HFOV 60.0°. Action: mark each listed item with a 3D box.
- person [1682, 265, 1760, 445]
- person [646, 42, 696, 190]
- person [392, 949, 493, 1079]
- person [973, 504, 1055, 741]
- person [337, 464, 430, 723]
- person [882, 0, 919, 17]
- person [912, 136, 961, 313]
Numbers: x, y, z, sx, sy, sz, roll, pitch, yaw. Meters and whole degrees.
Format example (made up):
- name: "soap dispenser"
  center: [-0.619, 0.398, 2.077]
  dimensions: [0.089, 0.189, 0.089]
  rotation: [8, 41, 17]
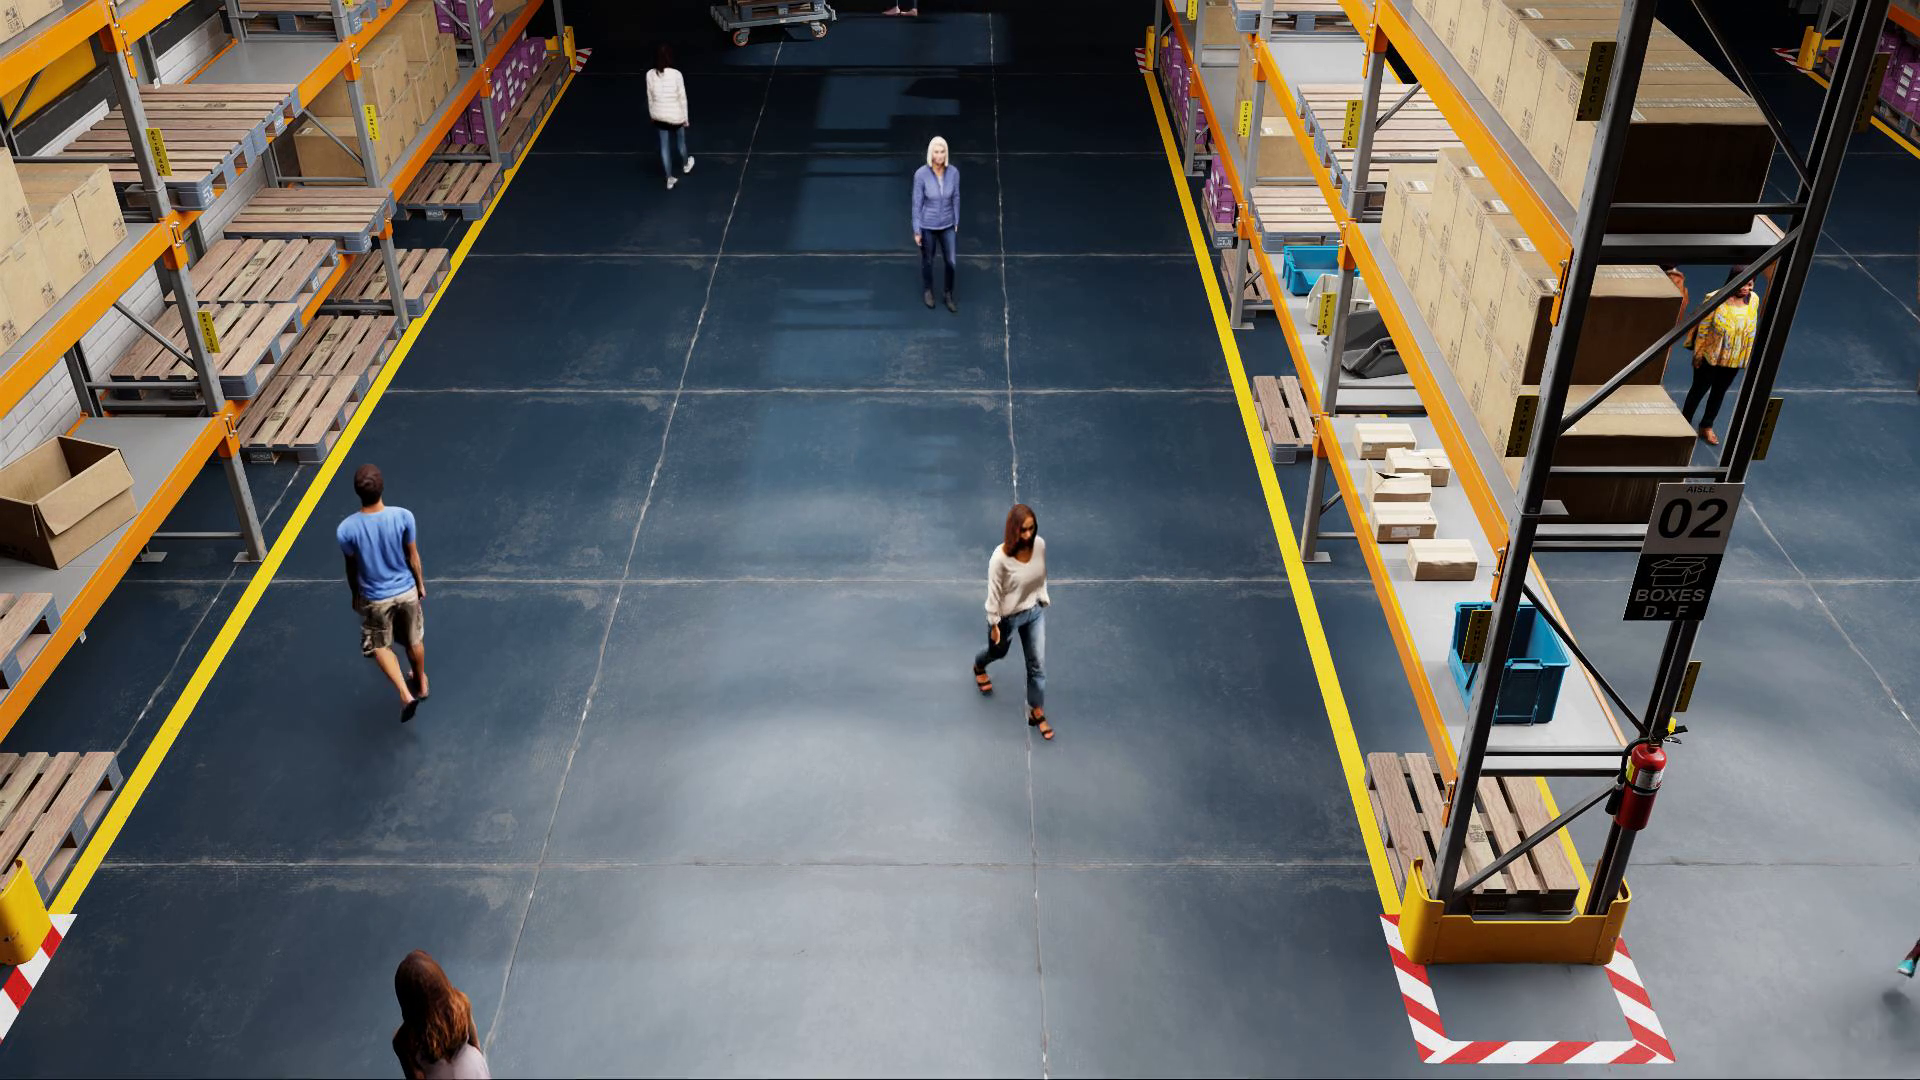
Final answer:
- name: "person"
  center: [6.338, -1.547, 13.879]
  dimensions: [0.773, 1.654, 0.809]
  rotation: [-6, 34, -9]
- name: "person"
  center: [-3.303, -4.754, 18.739]
  dimensions: [0.696, 1.616, 0.946]
  rotation: [3, 34, 5]
- name: "person"
  center: [-2.321, 2.551, 7.611]
  dimensions: [0.742, 1.769, 0.681]
  rotation: [28, 43, 35]
- name: "person"
  center: [0.315, 0.456, 10.876]
  dimensions: [0.997, 1.643, 1.171]
  rotation: [-19, 38, -26]
- name: "person"
  center: [-3.695, 0.384, 10.801]
  dimensions: [0.928, 1.846, 1.061]
  rotation: [-18, 38, -25]
- name: "person"
  center: [-0.748, -8.512, 24.300]
  dimensions: [0.772, 1.719, 0.759]
  rotation: [8, 35, 13]
- name: "person"
  center: [-0.257, -3.101, 16.151]
  dimensions: [0.737, 1.727, 0.773]
  rotation: [-7, 34, -10]
